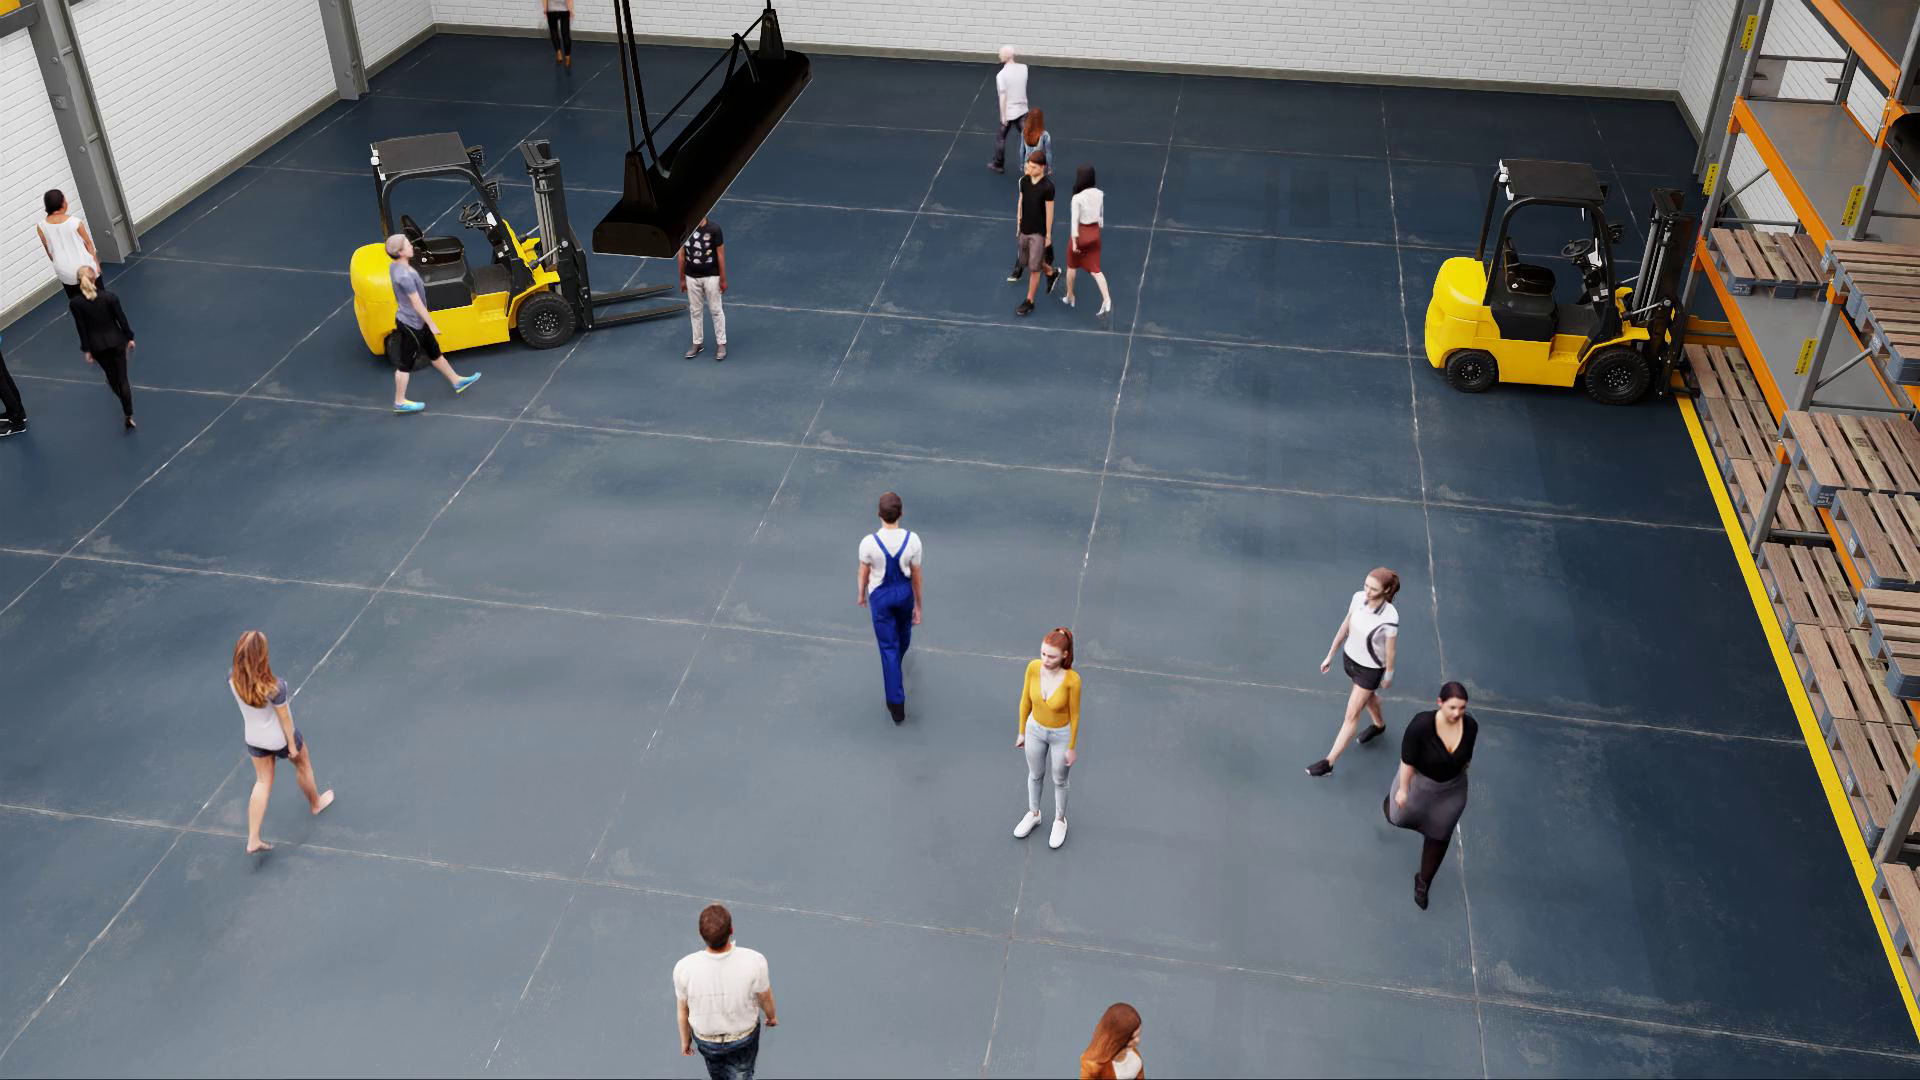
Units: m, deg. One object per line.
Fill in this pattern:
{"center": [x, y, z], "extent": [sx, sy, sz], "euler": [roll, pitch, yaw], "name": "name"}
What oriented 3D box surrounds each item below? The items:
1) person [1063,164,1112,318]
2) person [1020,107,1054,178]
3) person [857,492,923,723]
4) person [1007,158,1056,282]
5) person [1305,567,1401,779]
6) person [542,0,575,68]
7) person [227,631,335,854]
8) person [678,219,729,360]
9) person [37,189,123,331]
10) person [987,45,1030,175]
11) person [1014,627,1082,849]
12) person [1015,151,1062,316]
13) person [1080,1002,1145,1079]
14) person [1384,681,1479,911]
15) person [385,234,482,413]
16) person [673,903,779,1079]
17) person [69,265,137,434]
{"center": [1.435, -3.235, 18.295], "extent": [1.042, 1.717, 1.165], "euler": [-19, 38, -26], "name": "person"}
{"center": [0.930, -4.633, 20.615], "extent": [0.624, 1.476, 0.582], "euler": [15, 36, 21], "name": "person"}
{"center": [-0.509, 0.538, 12.539], "extent": [0.949, 1.804, 1.282], "euler": [-8, 34, -11], "name": "person"}
{"center": [0.898, -3.762, 19.342], "extent": [0.851, 1.435, 1.123], "euler": [20, 39, 27], "name": "person"}
{"center": [3.001, 0.893, 12.101], "extent": [1.140, 1.699, 1.114], "euler": [-19, 38, -26], "name": "person"}
{"center": [-6.223, -8.181, 25.743], "extent": [0.716, 1.709, 0.736], "euler": [-6, 34, -10], "name": "person"}
{"center": [-4.756, 1.397, 11.339], "extent": [0.675, 1.702, 1.056], "euler": [8, 34, 12], "name": "person"}
{"center": [-2.698, -2.775, 17.525], "extent": [0.665, 1.803, 0.569], "euler": [4, 34, 6], "name": "person"}
{"center": [-9.517, -2.968, 17.916], "extent": [0.705, 1.691, 0.677], "euler": [-1, 34, -2], "name": "person"}
{"center": [0.760, -5.503, 21.634], "extent": [1.189, 1.797, 1.275], "euler": [-19, 38, -26], "name": "person"}
{"center": [0.618, 1.341, 11.388], "extent": [0.648, 1.742, 0.639], "euler": [14, 36, 21], "name": "person"}
{"center": [0.905, -3.457, 18.515], "extent": [1.145, 1.843, 1.026], "euler": [-28, 43, -36], "name": "person"}
{"center": [0.755, 3.053, 8.838], "extent": [0.757, 1.713, 0.634], "euler": [20, 38, 27], "name": "person"}
{"center": [3.067, 1.593, 11.013], "extent": [0.788, 1.736, 1.112], "euler": [-2, 34, -2], "name": "person"}
{"center": [-5.514, -2.101, 16.469], "extent": [1.116, 1.849, 1.188], "euler": [-13, 36, -19], "name": "person"}
{"center": [-1.289, 2.805, 9.111], "extent": [0.817, 1.824, 1.101], "euler": [-1, 34, -2], "name": "person"}
{"center": [-8.298, -1.823, 16.219], "extent": [0.957, 1.664, 1.144], "euler": [-13, 36, -18], "name": "person"}
